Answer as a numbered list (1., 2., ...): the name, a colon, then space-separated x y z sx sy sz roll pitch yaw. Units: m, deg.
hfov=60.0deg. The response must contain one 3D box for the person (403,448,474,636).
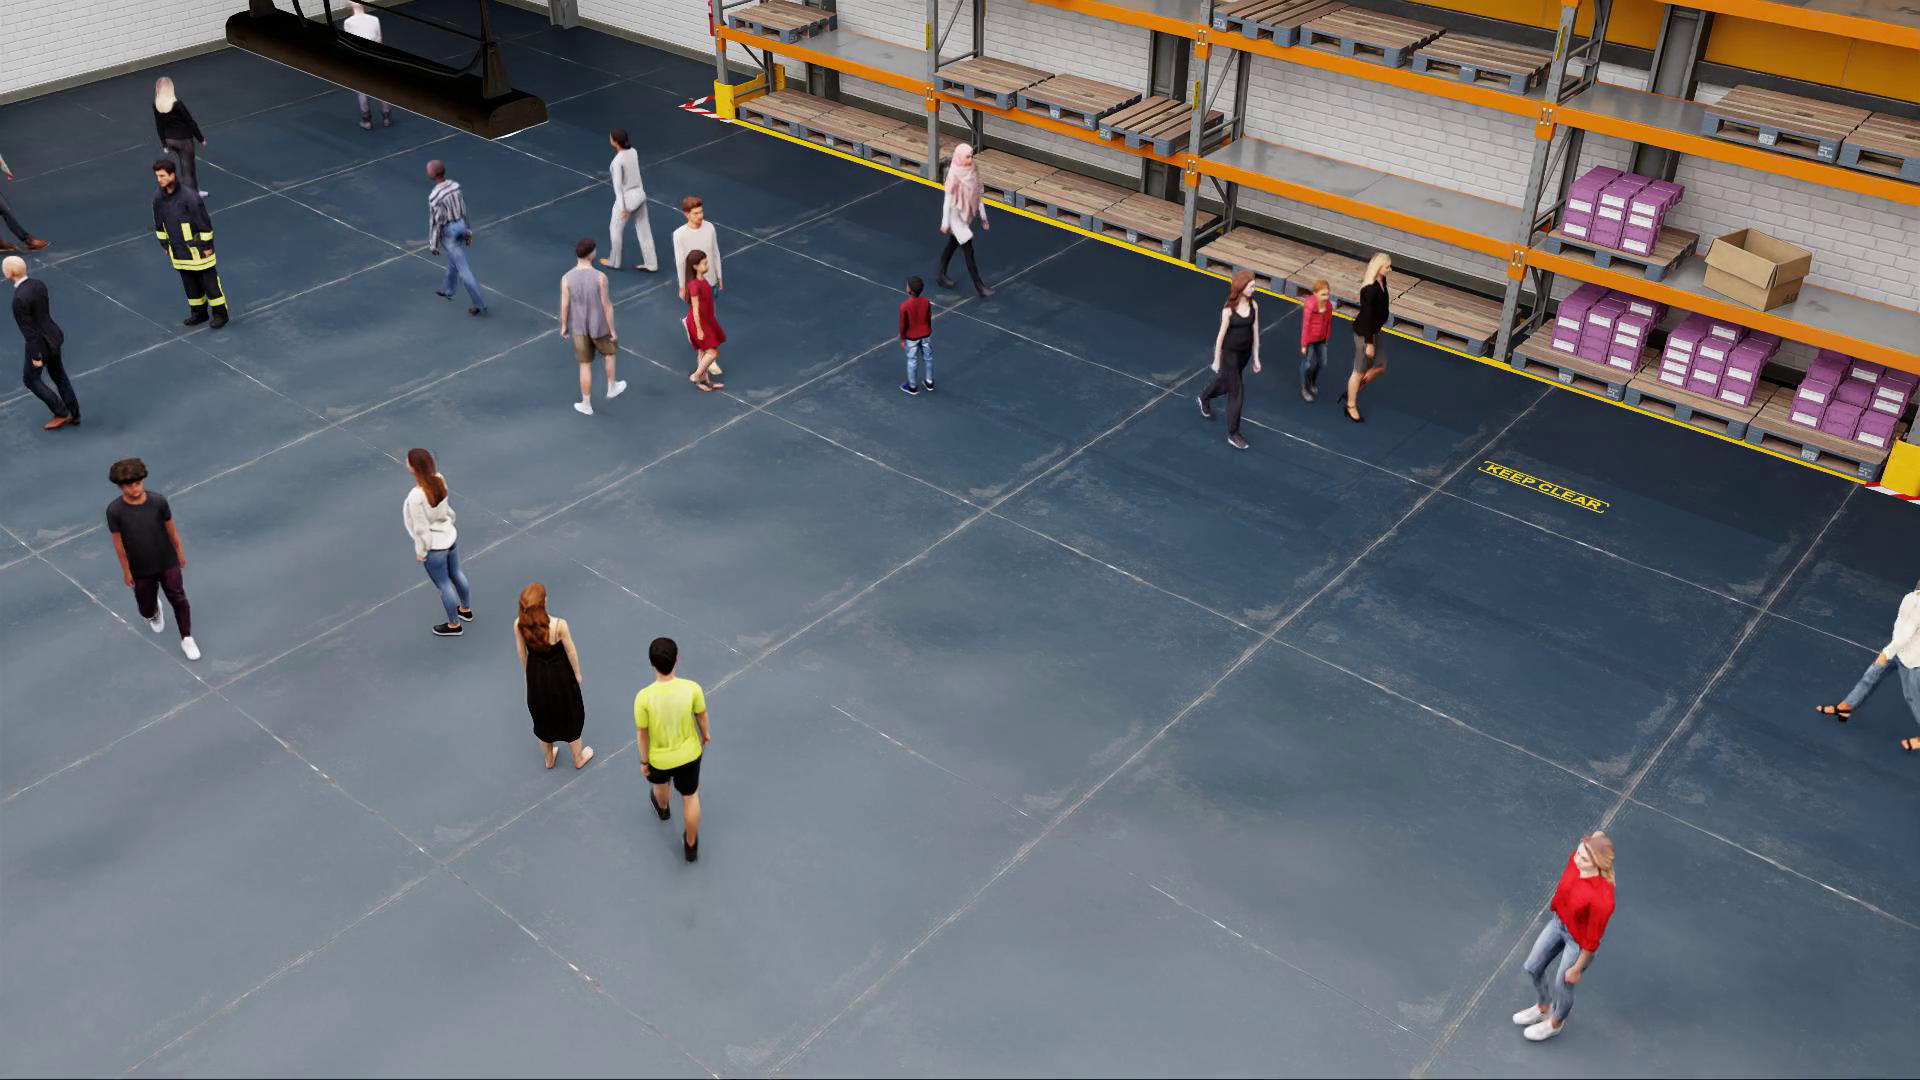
1. person: -4.195 0.009 13.343 0.692 1.692 0.703 8 35 12

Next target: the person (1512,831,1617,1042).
1. person: 3.684 2.343 9.825 0.786 1.699 0.703 -6 34 -9

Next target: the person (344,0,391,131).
1. person: -8.299 -6.701 23.315 0.717 1.829 0.661 -25 41 -32

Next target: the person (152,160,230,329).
1. person: -8.334 -3.214 17.981 0.810 1.925 0.956 7 34 10

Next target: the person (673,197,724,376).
1. person: -2.732 -2.677 17.213 0.799 1.881 1.119 -23 40 -31

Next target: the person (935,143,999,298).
1. person: -0.066 -3.614 18.743 1.167 1.748 0.692 21 39 28

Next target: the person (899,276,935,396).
1. person: -0.431 -2.087 16.895 0.572 1.250 0.586 -16 37 -23

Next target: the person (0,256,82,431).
1. person: -8.823 -1.904 16.132 0.874 1.791 0.826 -2 34 -2

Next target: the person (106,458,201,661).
1. person: -6.385 0.119 13.107 0.783 1.770 0.946 -19 38 -27

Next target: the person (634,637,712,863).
1. person: -1.911 1.457 11.177 0.957 1.679 1.081 -10 35 -14

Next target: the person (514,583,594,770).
1. person: -2.946 0.982 11.939 0.667 1.625 0.737 1 34 2

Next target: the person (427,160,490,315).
1. person: -5.471 -3.283 18.233 1.135 1.762 0.857 13 36 19

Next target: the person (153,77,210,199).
1. person: -9.782 -4.898 20.748 0.802 1.666 0.819 11 35 16

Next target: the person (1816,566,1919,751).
1. person: 7.011 0.858 12.112 1.094 1.641 0.727 19 38 26

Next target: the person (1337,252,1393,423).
1. person: 3.880 -1.962 16.185 0.726 1.829 0.707 16 37 22

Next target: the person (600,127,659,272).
1. person: -3.732 -3.900 19.208 0.983 1.709 0.758 17 37 24

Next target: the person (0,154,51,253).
1. person: -11.551 -4.248 19.609 1.105 1.846 1.038 -2 34 -3

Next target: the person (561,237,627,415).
1. person: -3.644 -2.068 16.441 0.966 1.818 1.037 -5 34 -7

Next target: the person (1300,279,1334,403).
1. person: 3.535 -2.038 16.768 0.618 1.310 0.663 -12 35 -17

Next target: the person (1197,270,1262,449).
1. person: 2.609 -1.828 16.101 0.800 1.698 1.200 -18 38 -25

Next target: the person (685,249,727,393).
1. person: -2.684 -2.205 16.804 0.769 1.549 0.705 1 34 2
